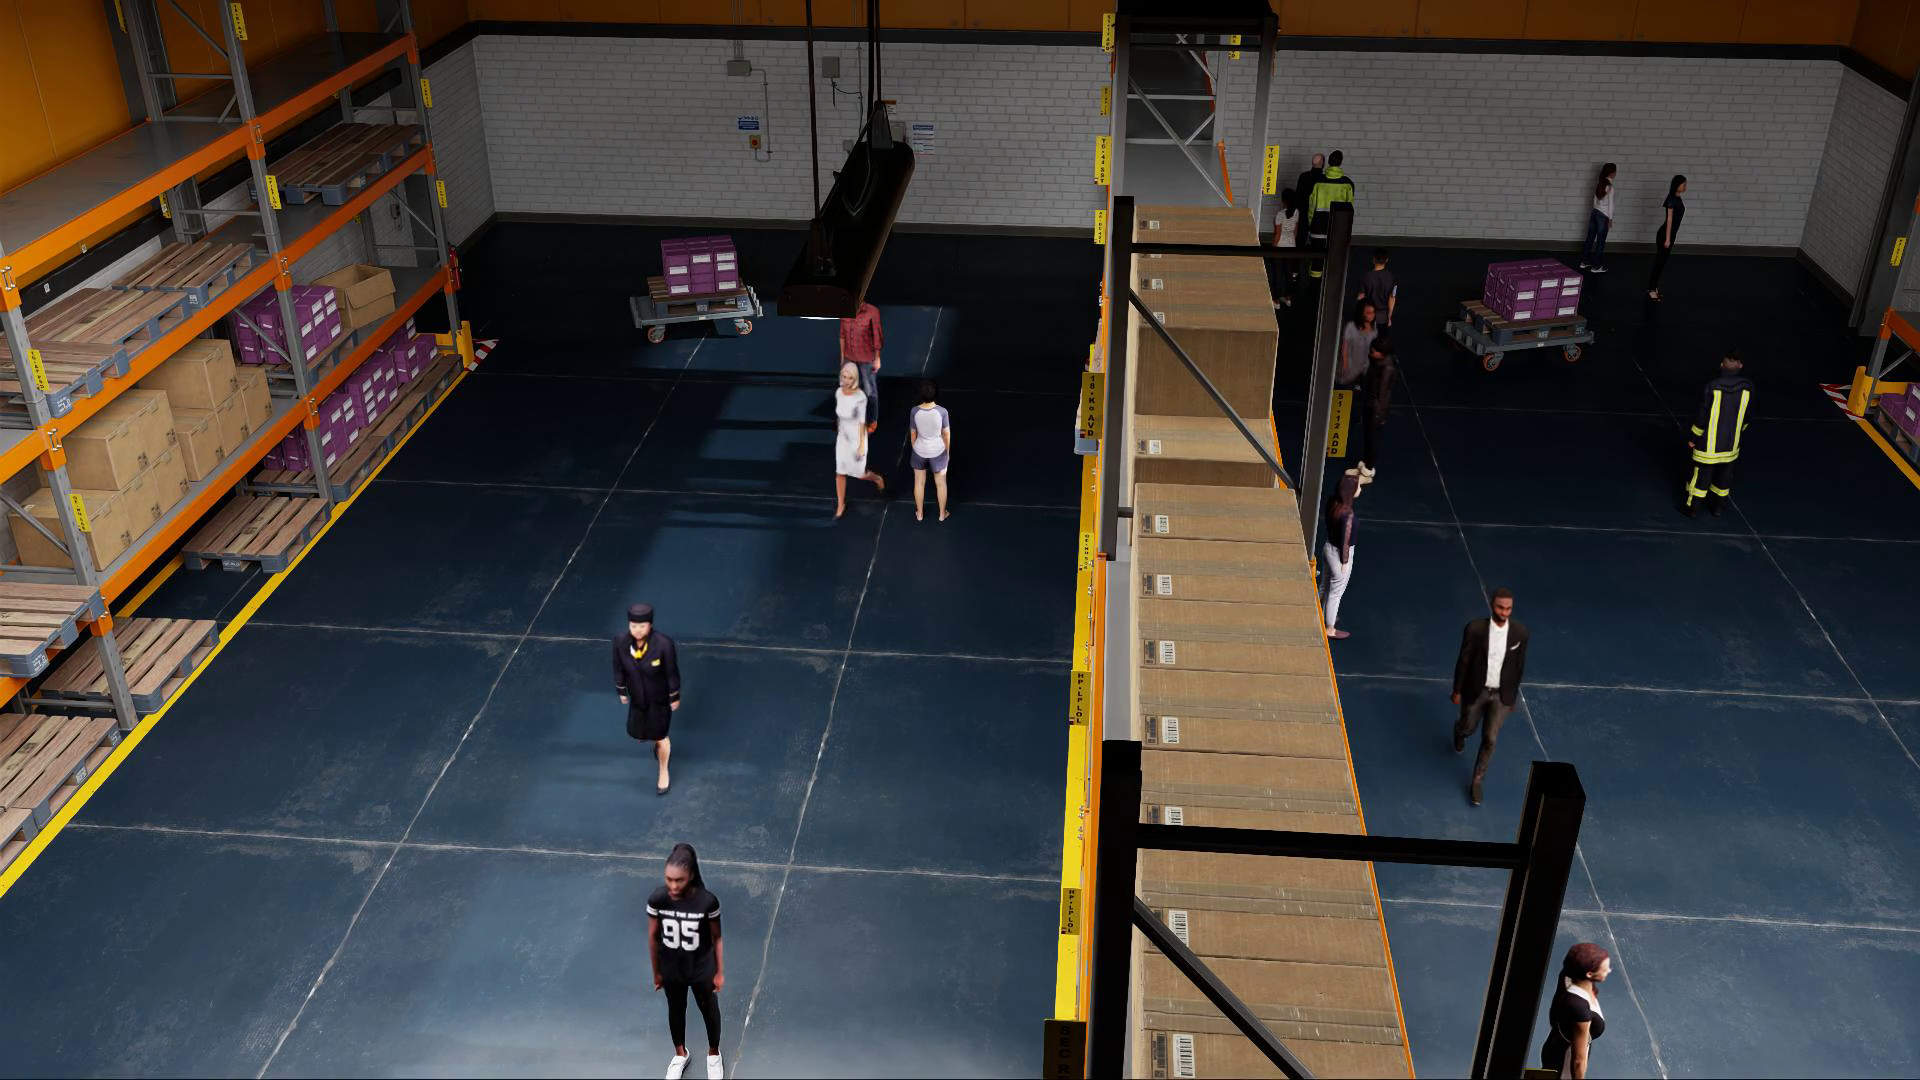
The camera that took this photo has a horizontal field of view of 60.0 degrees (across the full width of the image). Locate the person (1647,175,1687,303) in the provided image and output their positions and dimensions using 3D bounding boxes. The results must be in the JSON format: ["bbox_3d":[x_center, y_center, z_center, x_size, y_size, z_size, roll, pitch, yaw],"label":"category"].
[{"bbox_3d":[9.649,-4.134,22.697,0.687,1.737,0.565,16,32,27],"label":"person"}]

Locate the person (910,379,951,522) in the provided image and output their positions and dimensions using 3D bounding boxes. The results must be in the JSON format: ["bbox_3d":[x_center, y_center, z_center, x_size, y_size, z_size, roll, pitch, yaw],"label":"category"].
[{"bbox_3d":[-0.305,-0.926,16.995,0.555,1.566,0.508,3,29,5],"label":"person"}]

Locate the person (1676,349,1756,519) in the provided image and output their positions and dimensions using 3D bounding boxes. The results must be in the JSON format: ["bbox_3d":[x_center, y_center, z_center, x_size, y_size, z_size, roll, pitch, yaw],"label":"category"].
[{"bbox_3d":[7.746,-1.093,16.986,0.778,1.868,0.725,-1,29,-2],"label":"person"}]

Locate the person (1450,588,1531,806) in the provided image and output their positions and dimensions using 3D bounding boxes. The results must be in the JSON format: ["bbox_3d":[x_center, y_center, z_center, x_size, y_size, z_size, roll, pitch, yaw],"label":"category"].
[{"bbox_3d":[4.092,1.146,12.972,0.683,1.780,1.015,4,29,7],"label":"person"}]

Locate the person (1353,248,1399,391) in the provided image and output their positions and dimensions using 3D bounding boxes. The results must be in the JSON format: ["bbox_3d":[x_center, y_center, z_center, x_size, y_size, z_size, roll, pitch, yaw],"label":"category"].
[{"bbox_3d":[4.958,-2.653,19.954,0.681,1.764,0.605,-3,29,-5],"label":"person"}]

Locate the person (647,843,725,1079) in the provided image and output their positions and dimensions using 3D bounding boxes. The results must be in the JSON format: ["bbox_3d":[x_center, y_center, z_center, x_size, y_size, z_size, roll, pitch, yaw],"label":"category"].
[{"bbox_3d":[-1.680,2.636,10.294,0.614,1.729,0.582,1,29,1],"label":"person"}]

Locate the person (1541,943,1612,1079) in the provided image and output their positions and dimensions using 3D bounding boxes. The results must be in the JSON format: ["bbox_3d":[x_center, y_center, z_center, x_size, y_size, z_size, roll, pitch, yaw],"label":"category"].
[{"bbox_3d":[3.459,3.017,9.526,0.644,1.796,0.413,2,29,3],"label":"person"}]

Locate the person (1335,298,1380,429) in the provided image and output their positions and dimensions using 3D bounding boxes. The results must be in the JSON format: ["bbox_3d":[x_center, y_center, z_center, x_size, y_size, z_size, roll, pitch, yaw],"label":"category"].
[{"bbox_3d":[4.495,-2.047,19.027,0.810,1.588,0.868,-14,31,-23],"label":"person"}]

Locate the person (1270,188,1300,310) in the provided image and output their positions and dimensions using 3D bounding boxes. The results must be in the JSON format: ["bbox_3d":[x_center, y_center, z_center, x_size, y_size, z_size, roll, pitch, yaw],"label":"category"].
[{"bbox_3d":[4.370,-3.944,22.445,0.654,1.645,0.693,-17,33,-28],"label":"person"}]

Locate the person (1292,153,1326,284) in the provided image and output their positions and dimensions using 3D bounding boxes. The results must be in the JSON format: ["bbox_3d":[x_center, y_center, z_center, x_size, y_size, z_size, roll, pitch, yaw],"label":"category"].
[{"bbox_3d":[4.914,-4.498,23.262,0.772,1.836,0.772,20,34,32],"label":"person"}]

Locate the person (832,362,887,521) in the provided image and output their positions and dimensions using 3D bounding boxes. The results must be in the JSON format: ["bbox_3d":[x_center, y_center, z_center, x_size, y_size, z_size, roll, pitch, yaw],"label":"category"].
[{"bbox_3d":[-1.047,-1.037,17.033,0.869,1.725,1.023,21,35,33],"label":"person"}]

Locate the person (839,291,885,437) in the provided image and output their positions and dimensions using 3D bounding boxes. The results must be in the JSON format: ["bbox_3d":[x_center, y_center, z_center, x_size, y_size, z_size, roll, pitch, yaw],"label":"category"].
[{"bbox_3d":[-1.125,-2.100,18.871,0.756,1.830,0.702,13,31,23],"label":"person"}]

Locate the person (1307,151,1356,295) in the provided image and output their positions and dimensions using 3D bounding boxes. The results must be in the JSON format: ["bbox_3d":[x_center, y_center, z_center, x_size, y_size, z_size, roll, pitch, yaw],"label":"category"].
[{"bbox_3d":[5.077,-4.376,22.885,0.773,1.982,0.644,4,29,8],"label":"person"}]

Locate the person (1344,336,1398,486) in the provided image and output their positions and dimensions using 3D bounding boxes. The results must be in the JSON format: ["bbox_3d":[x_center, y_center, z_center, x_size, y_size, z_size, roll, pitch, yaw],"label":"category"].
[{"bbox_3d":[4.454,-1.398,17.764,0.655,1.659,0.595,16,32,27],"label":"person"}]

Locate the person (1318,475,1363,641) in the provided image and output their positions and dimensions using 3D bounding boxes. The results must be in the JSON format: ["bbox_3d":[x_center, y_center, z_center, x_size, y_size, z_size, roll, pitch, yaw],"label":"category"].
[{"bbox_3d":[3.419,0.140,14.998,0.695,1.607,0.525,-4,29,-7],"label":"person"}]

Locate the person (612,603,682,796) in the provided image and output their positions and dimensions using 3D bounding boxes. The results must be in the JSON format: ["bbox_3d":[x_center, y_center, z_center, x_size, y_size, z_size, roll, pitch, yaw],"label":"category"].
[{"bbox_3d":[-2.395,1.190,13.017,0.705,1.660,0.766,3,29,6],"label":"person"}]

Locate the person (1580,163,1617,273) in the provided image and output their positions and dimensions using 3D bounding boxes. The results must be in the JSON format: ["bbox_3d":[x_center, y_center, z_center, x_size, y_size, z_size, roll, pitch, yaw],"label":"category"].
[{"bbox_3d":[9.162,-4.626,23.787,0.681,1.558,0.590,-11,31,-20],"label":"person"}]
